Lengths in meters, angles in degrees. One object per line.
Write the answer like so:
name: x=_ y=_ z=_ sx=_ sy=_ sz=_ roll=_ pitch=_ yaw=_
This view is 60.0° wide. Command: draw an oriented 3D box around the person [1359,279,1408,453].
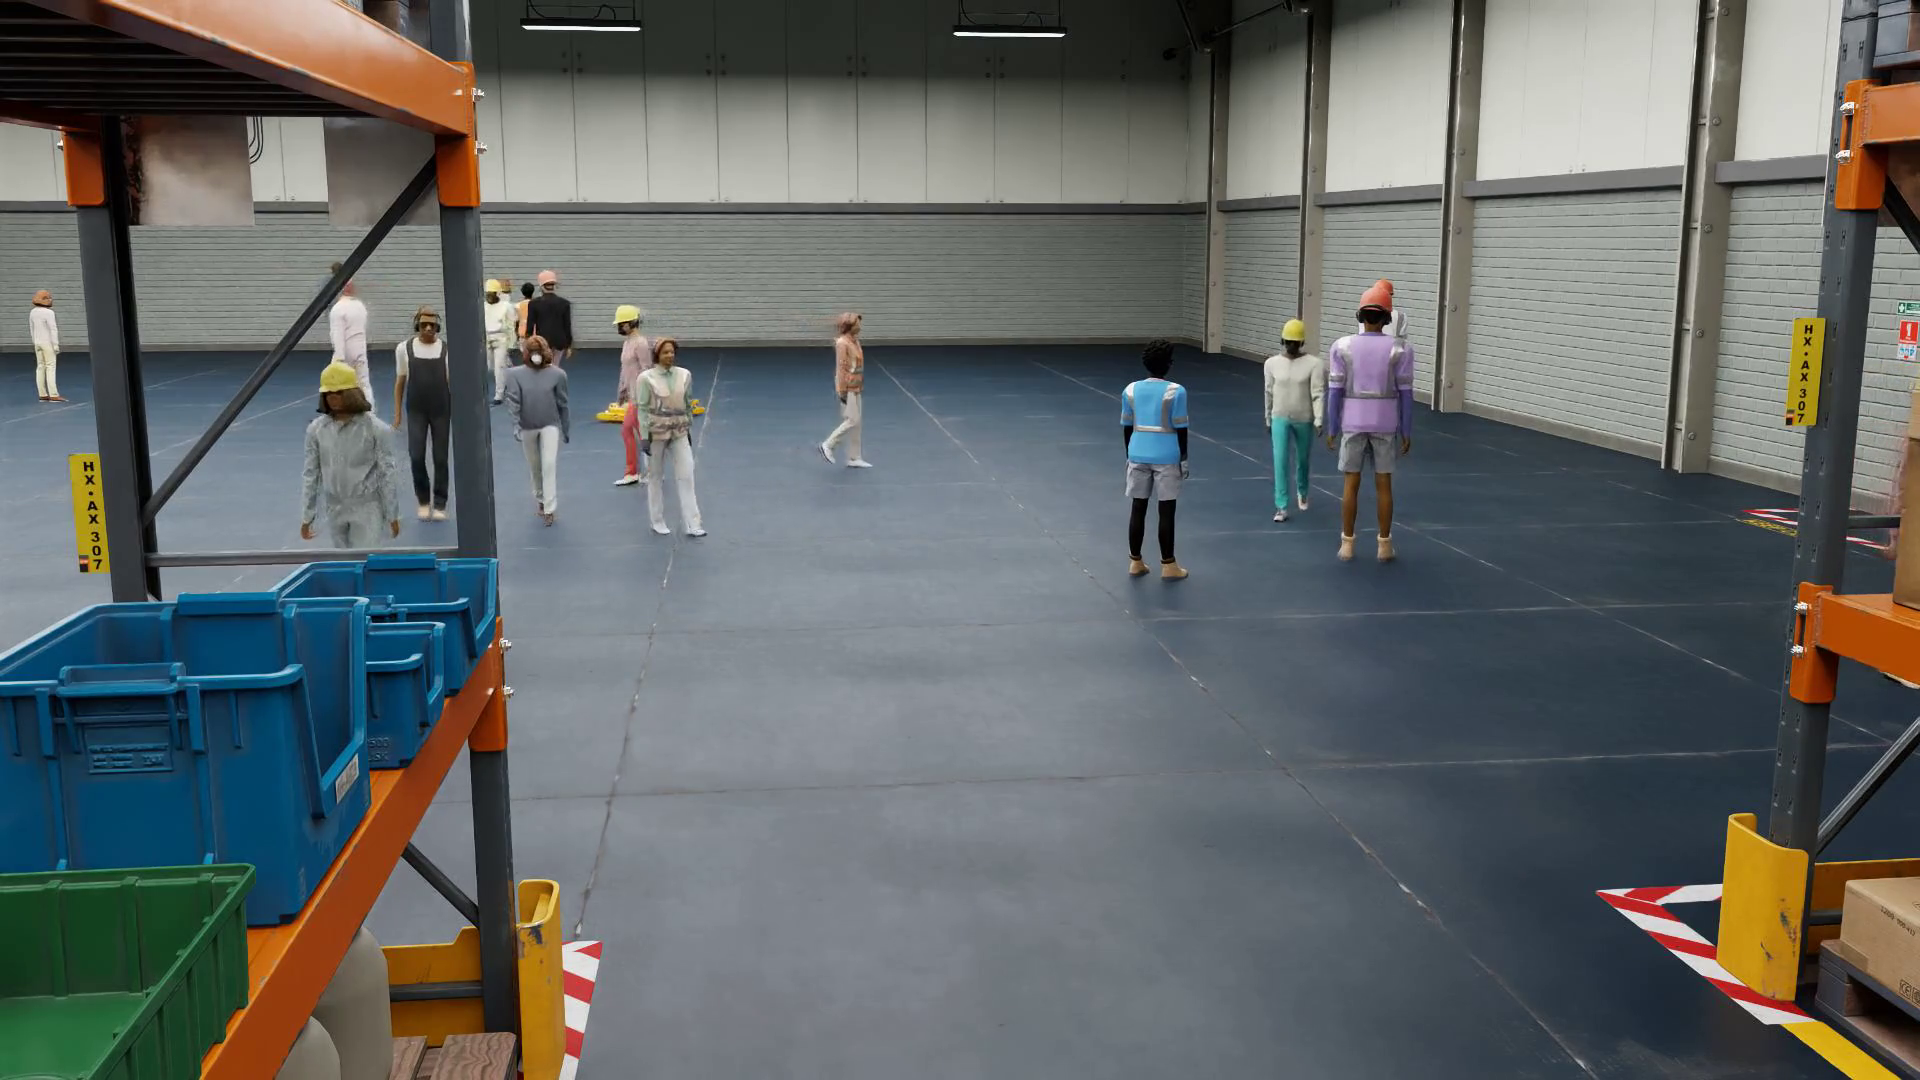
person: x=4.680 y=-1.923 z=18.510 sx=0.546 sy=1.934 sz=0.376 roll=0 pitch=10 yaw=-1

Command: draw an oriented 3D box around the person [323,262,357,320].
person: x=-12.395 y=-4.607 z=33.303 sx=0.634 sy=1.910 sz=0.867 roll=3 pitch=11 yaw=17

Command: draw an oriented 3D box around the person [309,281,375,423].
person: x=-7.783 y=-2.334 z=20.922 sx=0.915 sy=1.865 sz=0.681 roll=3 pitch=11 yaw=17

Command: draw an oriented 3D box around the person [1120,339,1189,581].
person: x=1.377 y=-0.561 z=11.686 sx=0.529 sy=1.697 sz=0.321 roll=8 pitch=13 yaw=36

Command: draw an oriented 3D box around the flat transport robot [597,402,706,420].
flat transport robot: x=-4.088 y=-1.748 z=22.111 sx=0.652 sy=0.197 sz=1.431 roll=6 pitch=12 yaw=30

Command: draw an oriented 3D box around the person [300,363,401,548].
person: x=-3.439 y=-0.131 z=9.312 sx=0.500 sy=1.699 sz=0.887 roll=1 pitch=10 yaw=8

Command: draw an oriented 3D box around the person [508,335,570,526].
person: x=-3.564 y=-0.946 z=14.121 sx=0.483 sy=1.586 sz=0.847 roll=-1 pitch=10 yaw=-5

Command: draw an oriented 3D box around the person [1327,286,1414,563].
person: x=3.034 y=-0.850 z=12.326 sx=0.614 sy=2.040 sz=0.391 roll=3 pitch=11 yaw=15

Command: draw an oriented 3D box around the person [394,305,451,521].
person: x=-4.469 y=-1.051 z=13.991 sx=0.569 sy=1.834 sz=0.474 roll=-3 pitch=11 yaw=-16

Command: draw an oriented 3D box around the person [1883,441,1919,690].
person: x=5.116 y=-0.004 z=8.558 sx=0.543 sy=1.711 sz=0.895 roll=-2 pitch=11 yaw=-10

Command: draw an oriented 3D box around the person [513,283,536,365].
person: x=-7.028 y=-3.372 z=27.221 sx=0.533 sy=1.654 sz=0.881 roll=0 pitch=10 yaw=-1

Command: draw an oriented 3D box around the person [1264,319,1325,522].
person: x=2.887 y=-1.056 z=14.352 sx=0.531 sy=1.717 sz=0.894 roll=3 pitch=11 yaw=18

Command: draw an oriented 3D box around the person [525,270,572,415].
person: x=-5.500 y=-2.639 z=22.362 sx=0.622 sy=1.967 sz=0.887 roll=-8 pitch=13 yaw=-36

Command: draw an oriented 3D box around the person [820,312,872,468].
person: x=-1.167 y=-1.552 z=17.291 sx=0.437 sy=1.626 sz=0.530 roll=3 pitch=11 yaw=16

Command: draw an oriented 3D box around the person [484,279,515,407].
person: x=-6.608 y=-2.819 z=23.756 sx=0.594 sy=1.816 sz=0.543 roll=3 pitch=11 yaw=18

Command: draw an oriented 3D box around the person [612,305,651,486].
person: x=-3.213 y=-1.389 z=16.093 sx=0.669 sy=1.736 sz=0.541 roll=-6 pitch=12 yaw=-28

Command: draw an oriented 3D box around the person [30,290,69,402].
person: x=-13.359 y=-2.832 z=24.311 sx=0.501 sy=1.633 sz=0.283 roll=5 pitch=12 yaw=26

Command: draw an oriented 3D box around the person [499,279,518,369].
person: x=-8.314 y=-3.956 z=30.472 sx=0.278 sy=1.634 sz=0.498 roll=-9 pitch=14 yaw=-40

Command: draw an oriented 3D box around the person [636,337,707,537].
person: x=-2.298 y=-0.805 z=13.252 sx=0.536 sy=1.601 sz=0.785 roll=-8 pitch=13 yaw=-36
